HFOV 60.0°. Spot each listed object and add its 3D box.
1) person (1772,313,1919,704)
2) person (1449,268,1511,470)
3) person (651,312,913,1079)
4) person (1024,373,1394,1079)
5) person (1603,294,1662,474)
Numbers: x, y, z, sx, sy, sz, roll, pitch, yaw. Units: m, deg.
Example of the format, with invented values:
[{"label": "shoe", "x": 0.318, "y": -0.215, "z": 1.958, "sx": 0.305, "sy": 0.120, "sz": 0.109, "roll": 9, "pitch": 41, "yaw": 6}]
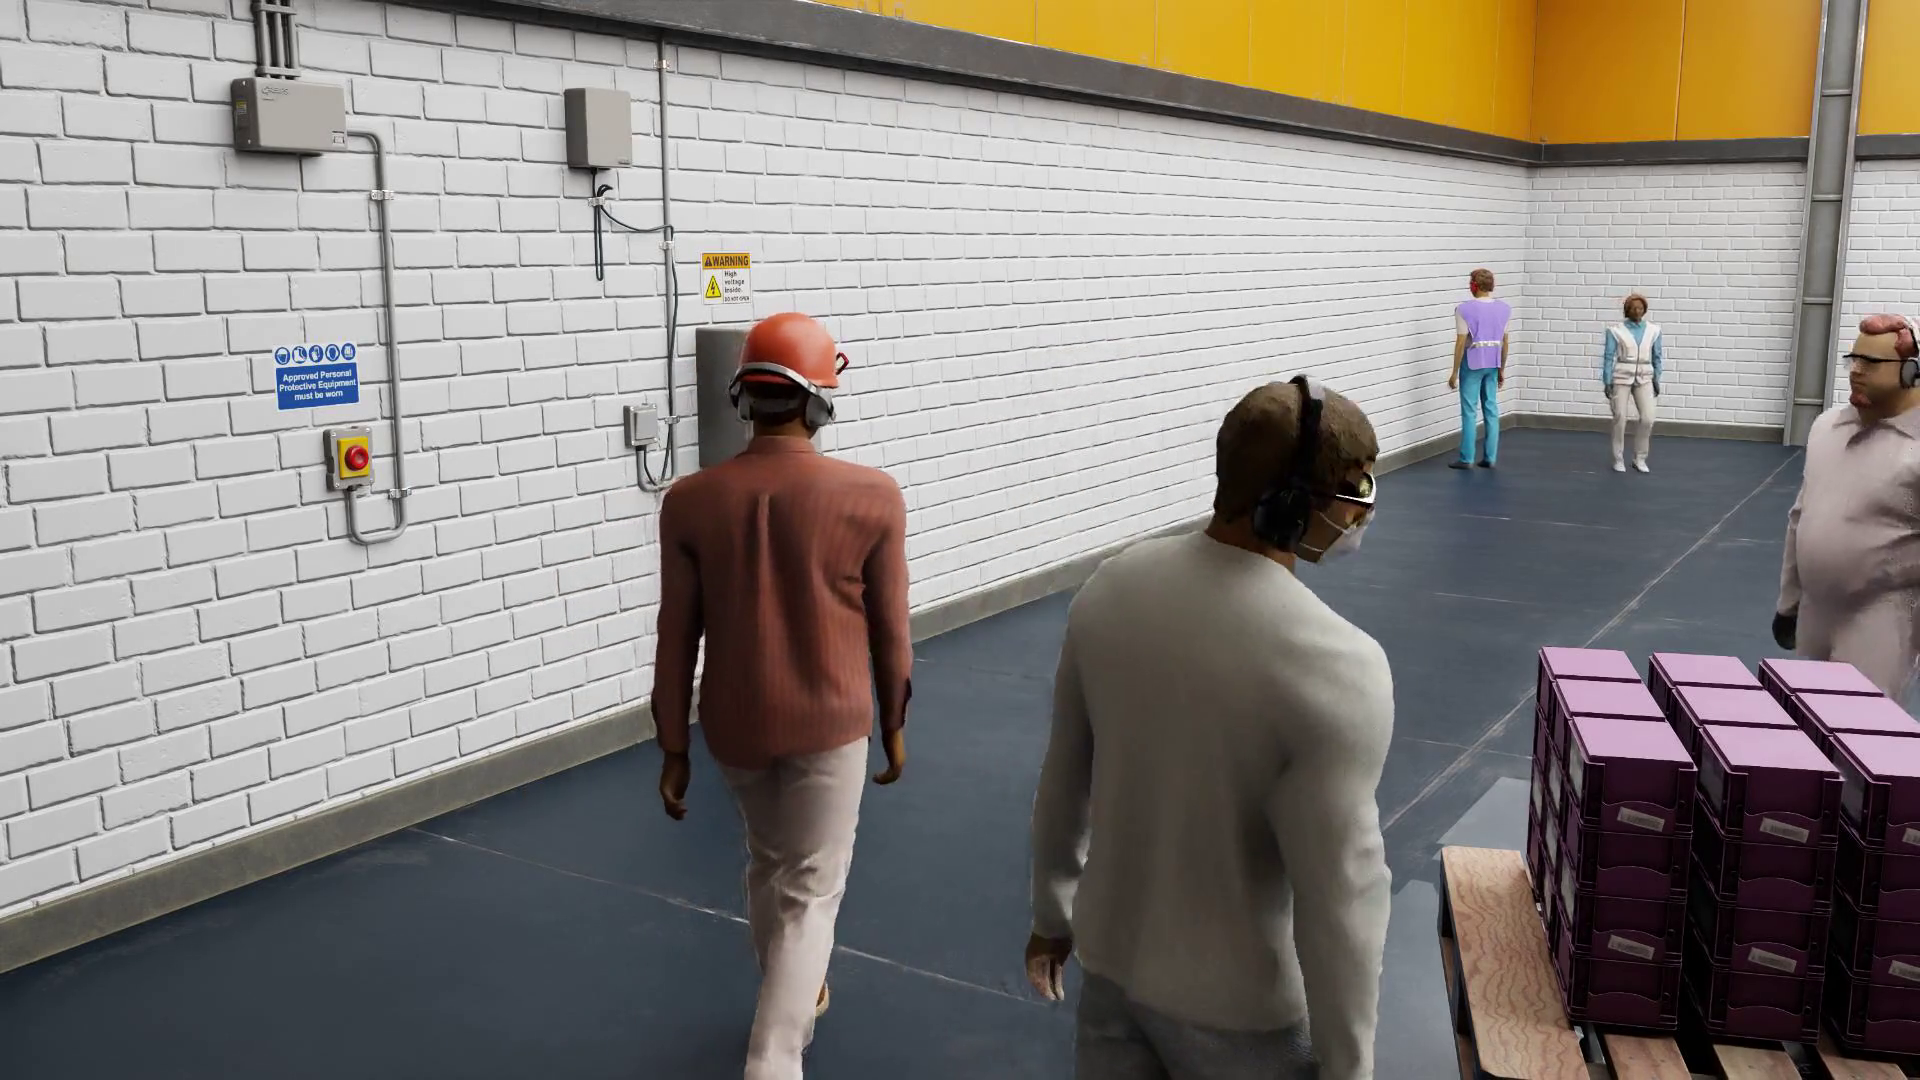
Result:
[{"label": "person", "x": 2.899, "y": 0.226, "z": 5.252, "sx": 0.796, "sy": 1.885, "sz": 0.650, "roll": -2, "pitch": 10, "yaw": -10}, {"label": "person", "x": 4.762, "y": -1.553, "z": 15.223, "sx": 0.570, "sy": 1.840, "sz": 0.372, "roll": -3, "pitch": 11, "yaw": -18}, {"label": "person", "x": -0.428, "y": 0.441, "z": 3.932, "sx": 0.597, "sy": 1.942, "sz": 1.031, "roll": 2, "pitch": 11, "yaw": 13}, {"label": "person", "x": 0.345, "y": 0.695, "z": 2.618, "sx": 0.390, "sy": 1.913, "sz": 0.761, "roll": -8, "pitch": 13, "yaw": -37}, {"label": "person", "x": 6.062, "y": -1.395, "z": 14.970, "sx": 0.538, "sy": 1.616, "sz": 0.543, "roll": 1, "pitch": 10, "yaw": 3}]
